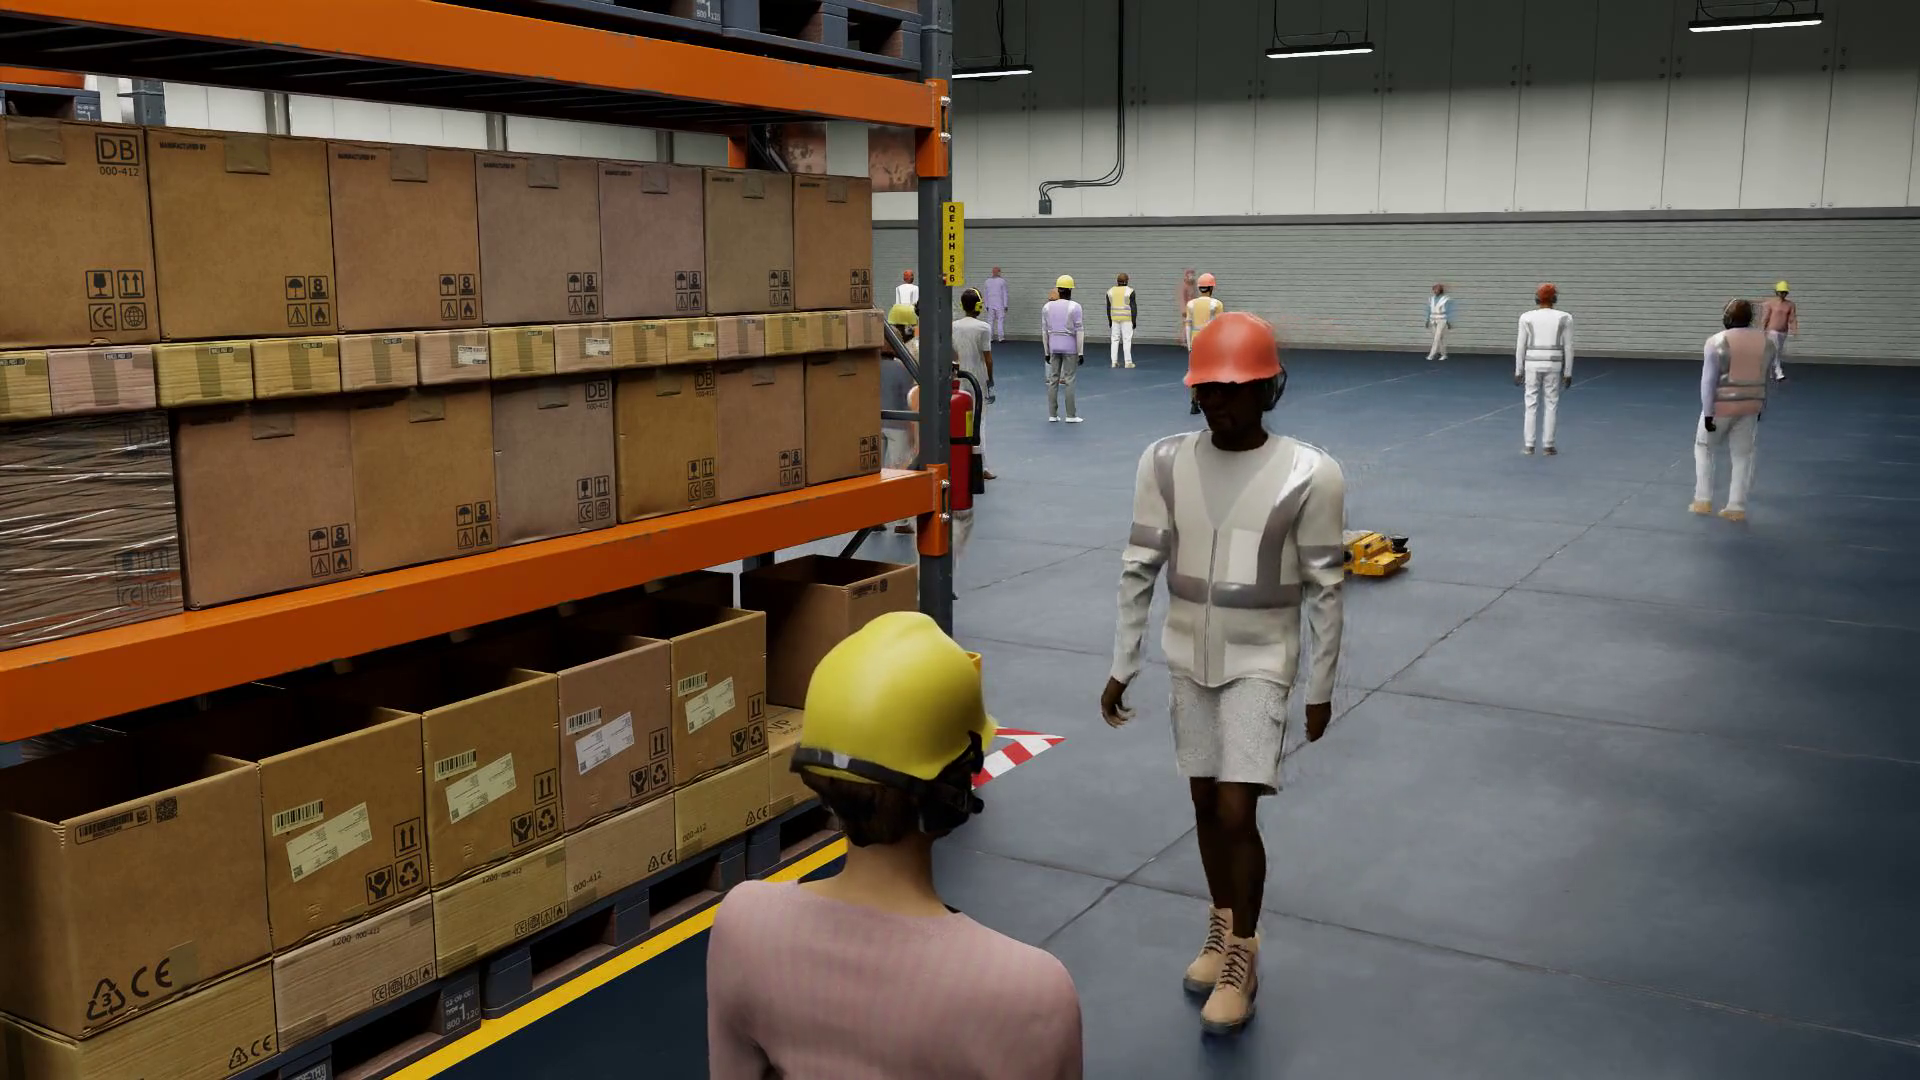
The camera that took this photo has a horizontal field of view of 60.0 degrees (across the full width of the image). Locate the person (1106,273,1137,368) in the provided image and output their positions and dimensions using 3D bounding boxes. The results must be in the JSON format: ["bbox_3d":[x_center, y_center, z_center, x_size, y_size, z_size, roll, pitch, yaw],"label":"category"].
[{"bbox_3d":[3.175,-4.281,32.489,0.626,1.844,0.429,6,11,30],"label":"person"}]

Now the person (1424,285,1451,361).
[{"bbox_3d":[9.934,-4.508,34.558,0.887,1.587,0.512,-7,12,-35],"label":"person"}]

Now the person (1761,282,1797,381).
[{"bbox_3d":[14.411,-3.667,29.236,0.542,1.712,0.903,0,10,0],"label":"person"}]

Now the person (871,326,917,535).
[{"bbox_3d":[-0.547,-0.850,13.008,0.500,1.633,0.282,6,11,30],"label":"person"}]

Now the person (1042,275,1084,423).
[{"bbox_3d":[1.357,-2.488,21.738,0.587,1.927,0.367,6,11,30],"label":"person"}]

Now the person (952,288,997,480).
[{"bbox_3d":[0.119,-1.509,16.177,0.513,1.872,0.328,6,11,30],"label":"person"}]

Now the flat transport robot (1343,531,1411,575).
[{"bbox_3d":[2.392,0.041,11.772,1.431,0.197,0.652,6,11,30],"label":"flat transport robot"}]

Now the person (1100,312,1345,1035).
[{"bbox_3d":[0.730,0.374,4.730,0.628,2.019,0.723,7,12,35],"label":"person"}]

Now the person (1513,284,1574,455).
[{"bbox_3d":[6.394,-1.854,18.215,0.615,1.871,0.345,2,10,14],"label":"person"}]

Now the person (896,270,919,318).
[{"bbox_3d":[-1.045,-4.605,34.258,0.575,1.885,0.355,6,11,30],"label":"person"}]

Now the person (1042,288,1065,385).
[{"bbox_3d":[1.630,-3.448,28.218,0.500,1.633,0.282,6,11,30],"label":"person"}]

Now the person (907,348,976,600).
[{"bbox_3d":[-0.126,-0.408,10.442,0.518,1.625,0.369,8,13,39],"label":"person"}]

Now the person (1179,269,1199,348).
[{"bbox_3d":[5.396,-5.432,39.158,0.690,1.864,0.459,-9,13,-43],"label":"person"}]

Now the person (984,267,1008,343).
[{"bbox_3d":[0.928,-5.895,41.745,0.642,1.909,0.409,6,11,30],"label":"person"}]

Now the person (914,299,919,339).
[{"bbox_3d":[-0.412,-1.986,19.465,0.535,1.700,0.318,6,11,30],"label":"person"}]

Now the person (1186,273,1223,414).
[{"bbox_3d":[3.371,-2.685,22.849,0.545,1.942,0.350,6,11,30],"label":"person"}]

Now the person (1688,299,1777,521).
[{"bbox_3d":[6.387,-1.082,13.823,0.631,1.822,0.643,0,10,-1],"label":"person"}]

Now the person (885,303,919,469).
[{"bbox_3d":[-0.441,-1.093,14.002,0.949,1.785,0.602,-3,10,-17],"label":"person"}]

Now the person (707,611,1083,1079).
[{"bbox_3d":[-0.067,0.959,2.019,0.525,1.772,0.305,6,11,30],"label":"person"}]
